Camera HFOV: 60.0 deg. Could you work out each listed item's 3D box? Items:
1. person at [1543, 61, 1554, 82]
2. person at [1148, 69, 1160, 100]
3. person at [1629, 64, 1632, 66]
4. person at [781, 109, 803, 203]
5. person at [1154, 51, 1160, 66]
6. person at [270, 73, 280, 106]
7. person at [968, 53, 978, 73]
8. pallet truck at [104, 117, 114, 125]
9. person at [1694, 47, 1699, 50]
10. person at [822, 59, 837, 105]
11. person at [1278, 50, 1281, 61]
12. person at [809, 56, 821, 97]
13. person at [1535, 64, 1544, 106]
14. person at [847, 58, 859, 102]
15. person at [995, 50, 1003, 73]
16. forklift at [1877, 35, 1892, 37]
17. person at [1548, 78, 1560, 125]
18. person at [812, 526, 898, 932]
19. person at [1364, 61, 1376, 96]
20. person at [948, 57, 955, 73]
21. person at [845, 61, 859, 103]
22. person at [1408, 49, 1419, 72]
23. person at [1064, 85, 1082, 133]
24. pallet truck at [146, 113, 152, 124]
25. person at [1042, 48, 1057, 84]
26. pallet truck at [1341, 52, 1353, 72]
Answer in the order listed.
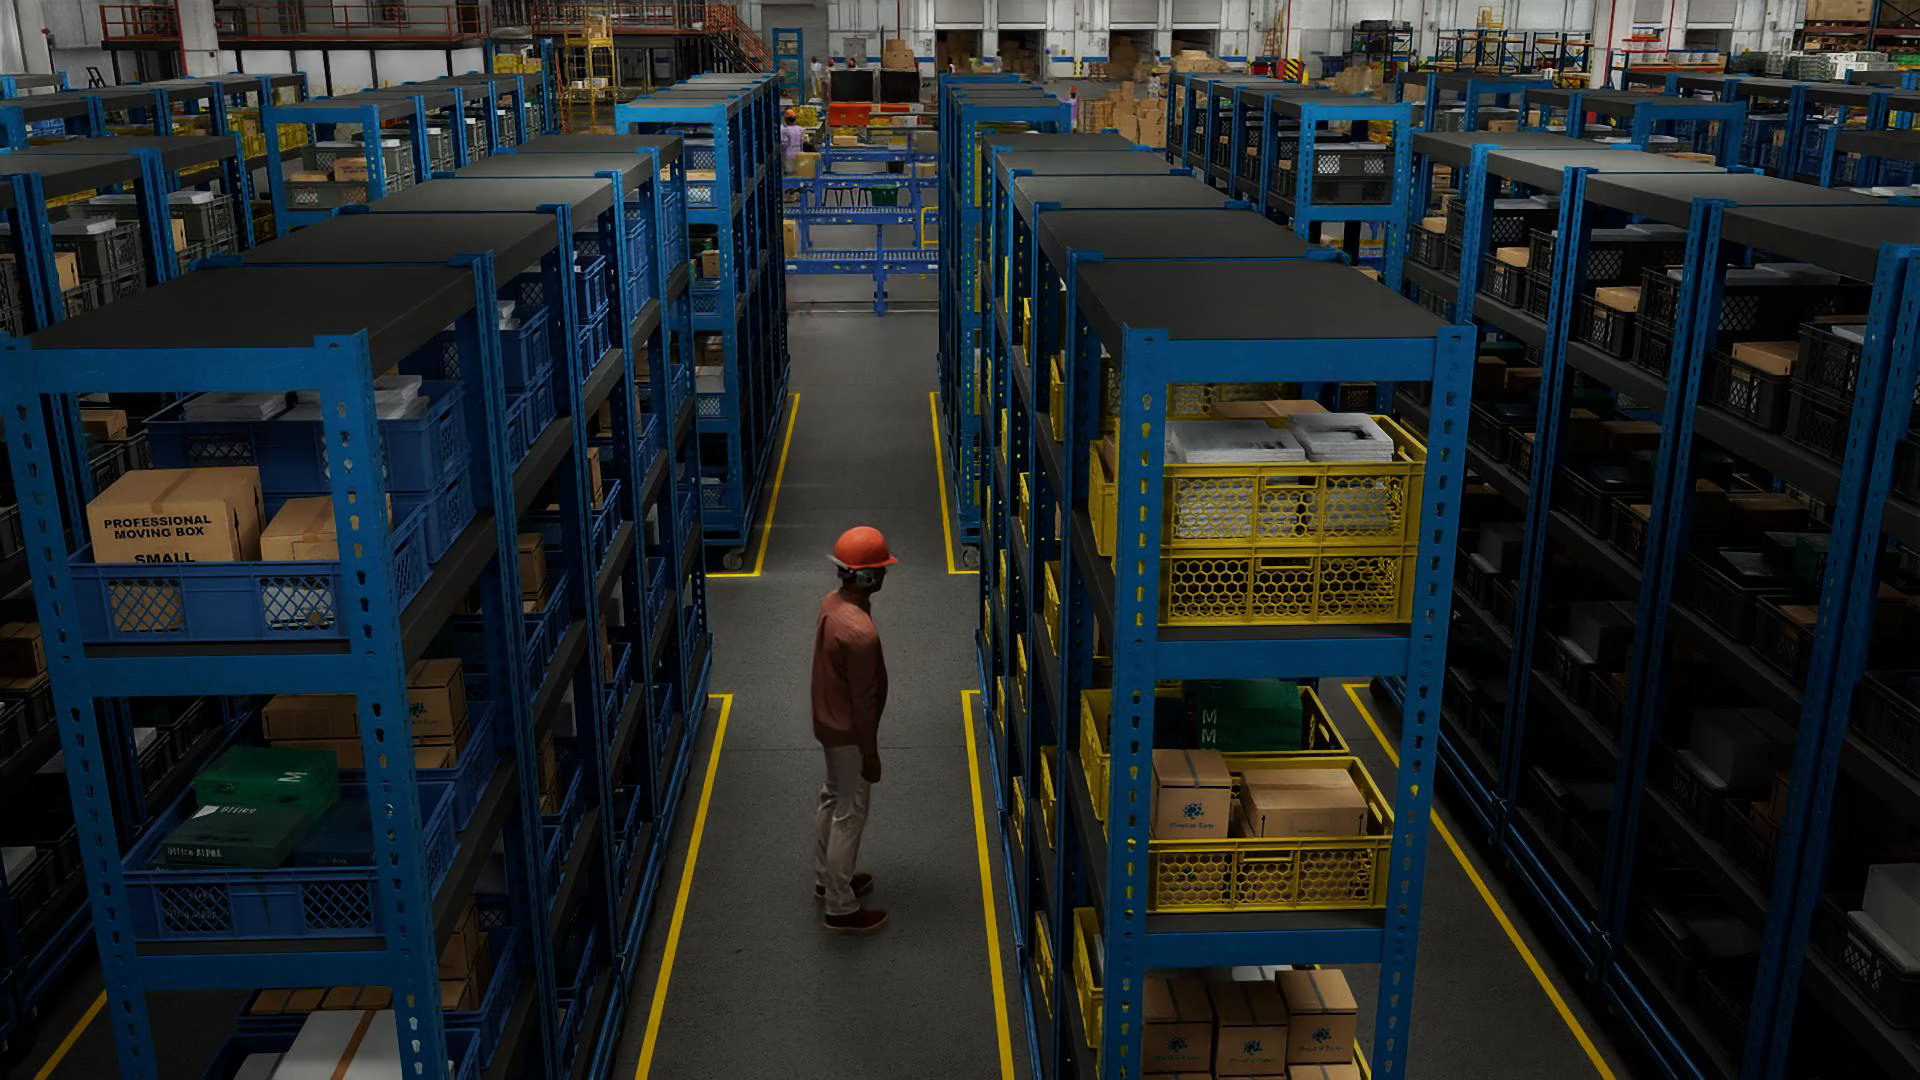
[{"bbox_3d":[25.404,-19.743,71.956,0.574,1.883,0.355,-17,24,-42],"label":"person"},{"bbox_3d":[7.853,-18.208,67.431,0.487,1.744,0.297,4,18,12],"label":"person"},{"bbox_3d":[32.158,-22.514,80.442,0.636,1.936,0.354,-2,18,-5],"label":"person"},{"bbox_3d":[-3.753,-8.529,36.996,0.609,2.044,0.393,-16,24,-41],"label":"person"},{"bbox_3d":[10.611,-25.235,89.059,0.947,1.820,0.498,-7,19,-20],"label":"person"},{"bbox_3d":[-25.374,-16.325,61.479,0.650,1.820,0.544,10,20,27],"label":"person"},{"bbox_3d":[0.637,-24.356,86.382,0.645,1.785,0.989,-12,22,-34],"label":"person"},{"bbox_3d":[-18.367,-7.885,35.078,1.885,1.965,0.823,1,18,2],"label":"pallet truck"},{"bbox_3d":[41.624,-26.997,94.383,0.855,1.901,0.594,-5,19,-15],"label":"person"},{"bbox_3d":[-5.646,-19.958,72.497,0.631,1.954,0.814,-9,20,-25],"label":"person"},{"bbox_3d":[17.400,-25.477,89.699,0.868,1.898,0.588,1,18,2],"label":"person"},{"bbox_3d":[-6.898,-22.092,79.241,0.593,1.871,0.480,3,18,10],"label":"person"},{"bbox_3d":[24.075,-18.867,69.291,0.522,1.858,0.320,-10,20,-28],"label":"person"},{"bbox_3d":[-4.824,-20.704,74.873,0.589,1.920,0.392,5,19,15],"label":"person"},{"bbox_3d":[2.101,-25.621,90.229,0.430,1.831,0.656,8,20,23],"label":"person"},{"bbox_3d":[44.168,-22.919,80.186,1.129,2.768,1.873,-1,18,-2],"label":"forklift"},{"bbox_3d":[21.514,-15.872,60.263,0.347,1.722,0.660,8,20,23],"label":"person"},{"bbox_3d":[-0.495,0.890,7.965,0.431,1.981,0.631,-5,19,-15],"label":"person"},{"bbox_3d":[17.606,-19.608,71.501,0.680,1.905,0.623,7,19,20],"label":"person"},{"bbox_3d":[-0.386,-21.188,76.388,0.376,1.912,0.587,3,18,9],"label":"person"},{"bbox_3d":[-4.691,-19.719,71.872,0.550,1.890,0.948,-8,20,-24],"label":"person"},{"bbox_3d":[23.362,-24.256,85.667,0.536,2.000,0.673,0,18,-1],"label":"person"},{"bbox_3d":[3.417,-12.783,50.368,0.548,1.919,0.717,0,18,0],"label":"person"},{"bbox_3d":[-18.087,-8.309,36.390,1.885,1.965,0.823,-1,18,-4],"label":"pallet truck"},{"bbox_3d":[4.912,-25.992,91.242,0.743,1.917,0.606,3,18,11],"label":"person"},{"bbox_3d":[18.794,-23.123,82.231,0.823,1.965,1.885,-13,22,-35],"label":"pallet truck"}]
